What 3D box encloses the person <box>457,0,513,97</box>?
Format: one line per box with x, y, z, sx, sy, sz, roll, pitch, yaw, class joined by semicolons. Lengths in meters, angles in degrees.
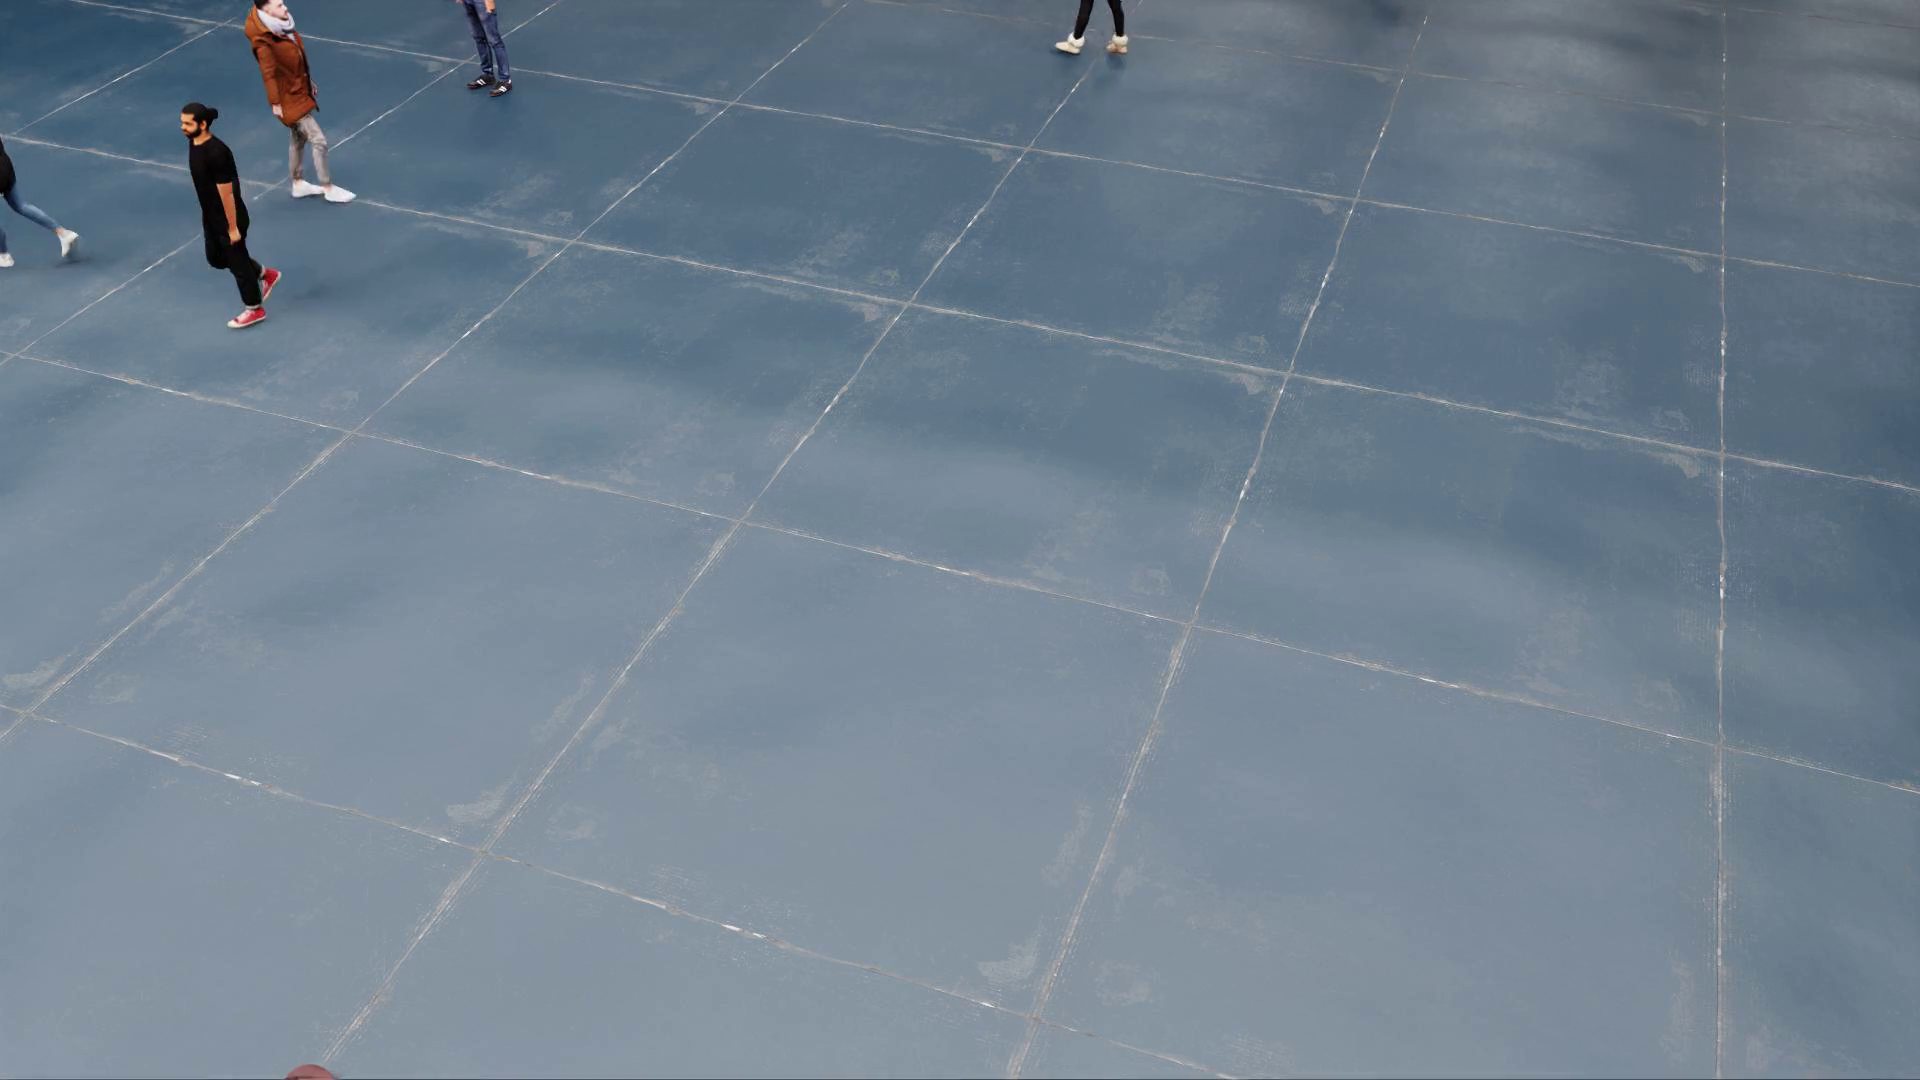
-4.565;-5.180;15.766;0.700;1.865;0.658;26;45;29;person

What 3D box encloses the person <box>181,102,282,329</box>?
-5.379;-2.421;12.337;0.785;1.746;0.881;30;47;33;person

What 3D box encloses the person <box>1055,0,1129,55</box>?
1.297;-5.690;16.594;0.955;1.648;0.858;-18;42;-22;person

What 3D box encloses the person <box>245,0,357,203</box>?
-5.669;-3.684;13.893;0.963;1.817;0.912;-6;38;-8;person

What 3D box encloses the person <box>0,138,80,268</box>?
-7.505;-2.890;13.035;0.879;1.624;1.039;-1;38;-2;person
